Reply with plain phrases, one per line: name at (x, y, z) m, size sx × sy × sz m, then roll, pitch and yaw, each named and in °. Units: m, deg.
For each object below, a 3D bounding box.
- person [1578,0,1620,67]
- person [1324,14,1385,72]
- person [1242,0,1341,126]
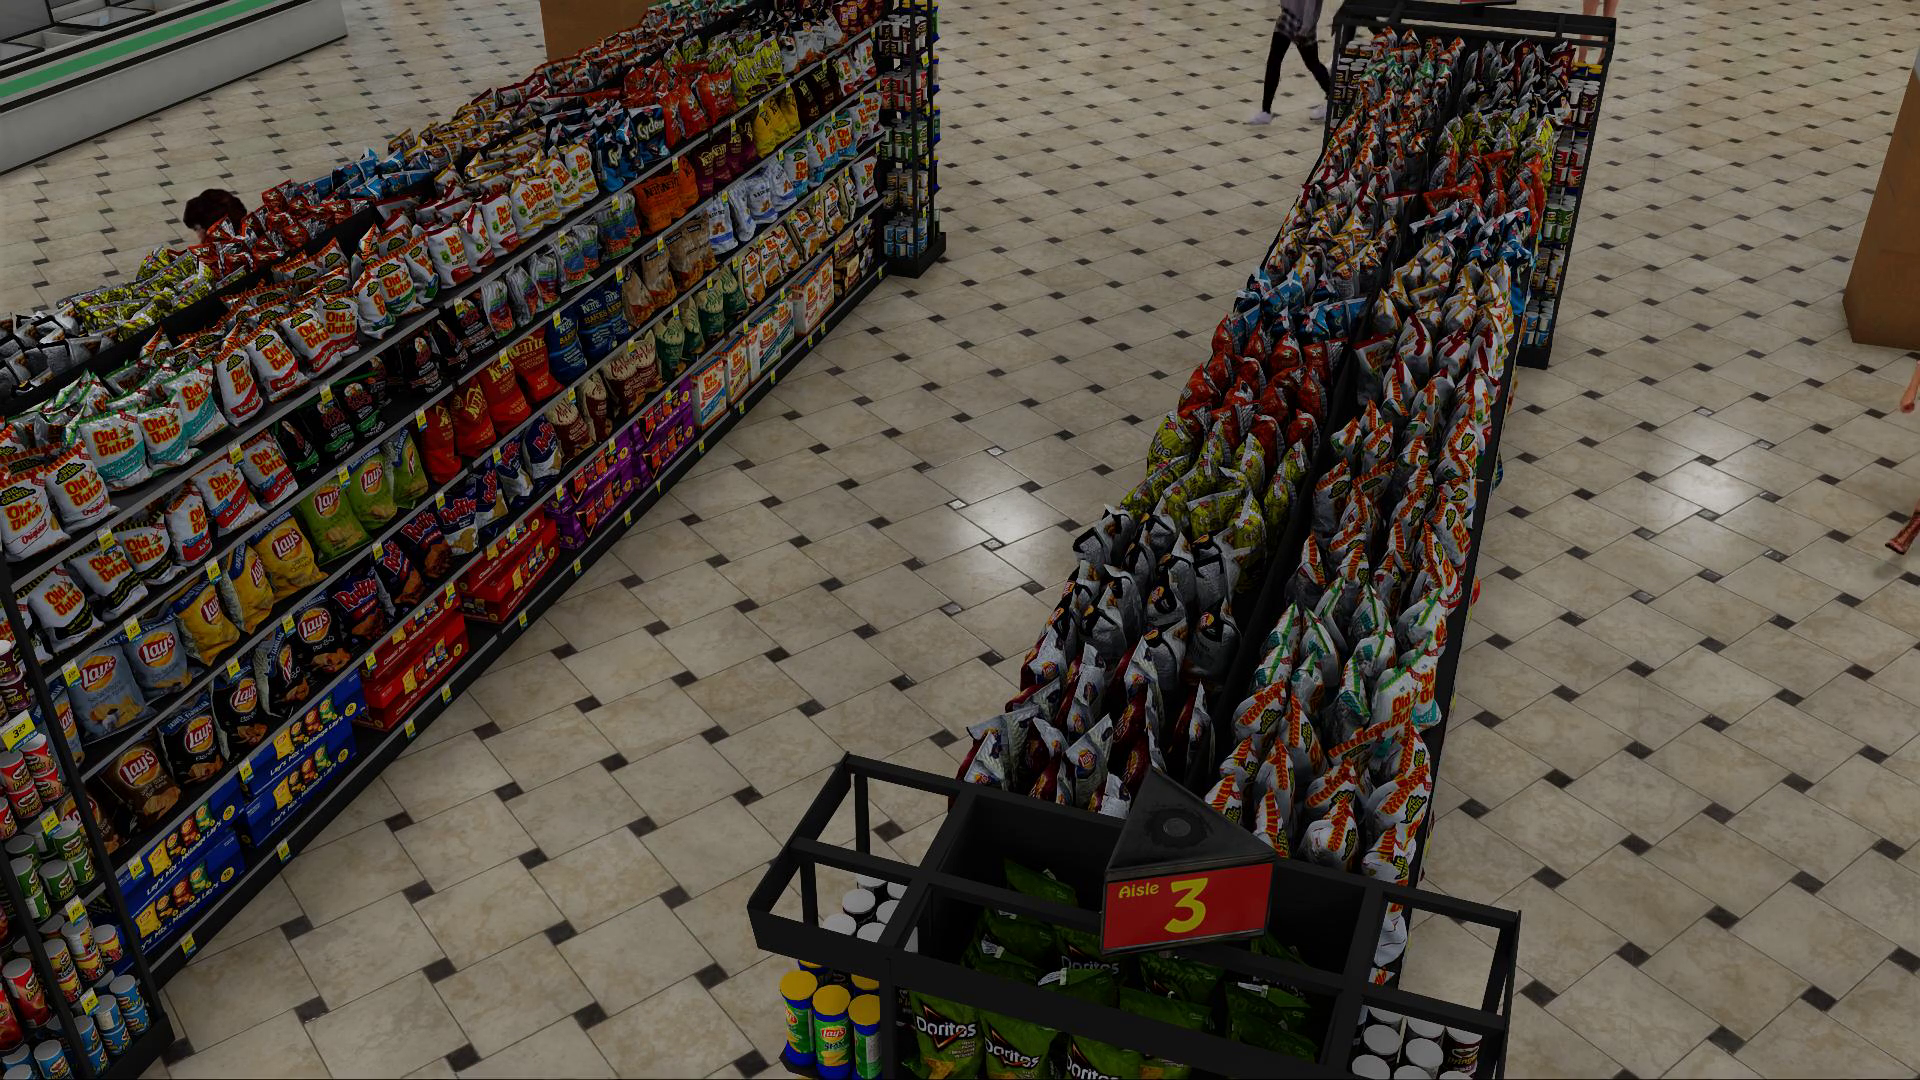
person at (5.810, -5.076, 15.015) m, size 0.657 × 1.768 × 0.687 m, roll -8°, pitch 33°, yaw -12°
person at (3.747, -5.167, 15.313) m, size 1.158 × 1.607 × 1.020 m, roll -18°, pitch 36°, yaw -27°
person at (2.906, -4.296, 13.788) m, size 1.162 × 1.739 × 1.138 m, roll -12°, pitch 34°, yaw -18°
